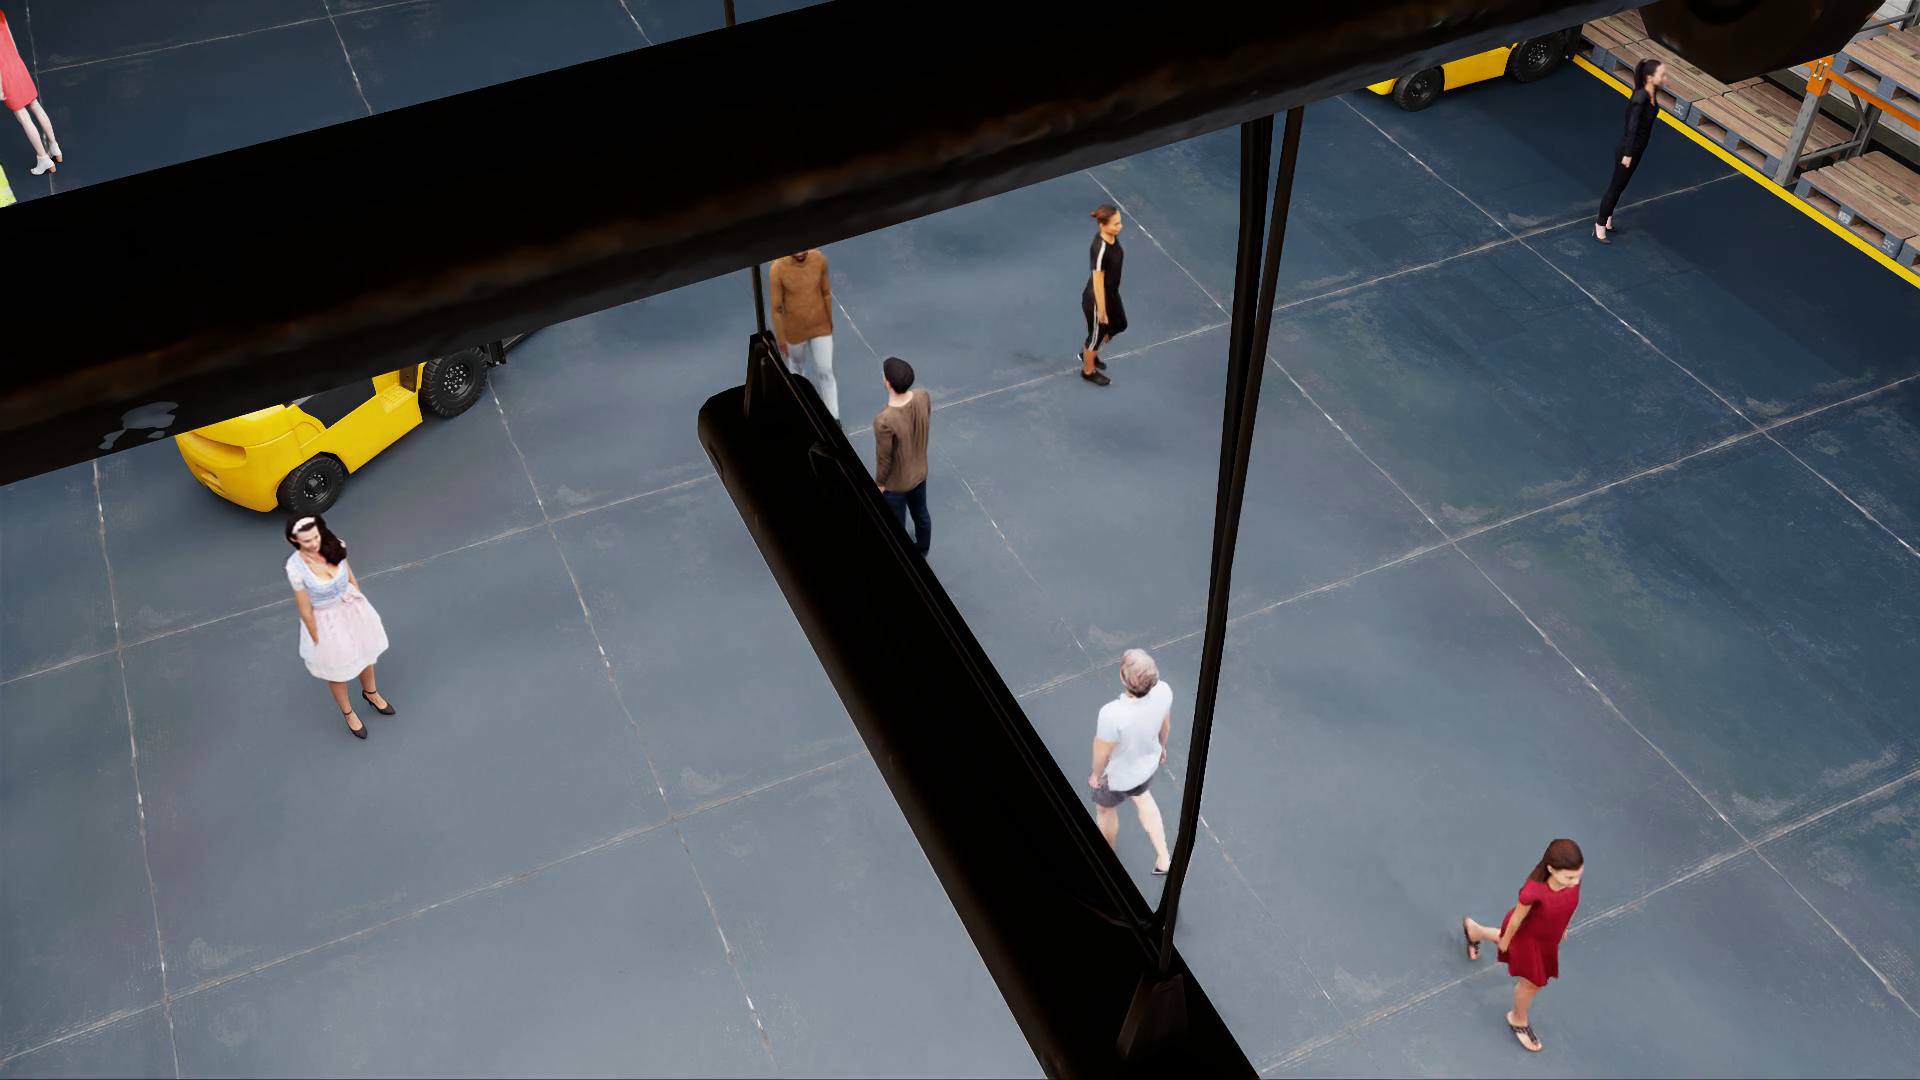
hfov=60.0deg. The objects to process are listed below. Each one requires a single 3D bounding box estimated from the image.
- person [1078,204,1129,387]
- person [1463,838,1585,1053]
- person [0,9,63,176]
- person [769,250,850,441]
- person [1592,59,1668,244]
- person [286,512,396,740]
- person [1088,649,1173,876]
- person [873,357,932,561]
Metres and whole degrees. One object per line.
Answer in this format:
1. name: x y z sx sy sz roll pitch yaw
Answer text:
1. person: 1.033 -1.930 13.033 0.779 1.657 0.721 14 45 14
2. person: 3.049 2.044 8.960 0.576 1.521 1.001 -21 47 -20
3. person: -8.740 -4.254 15.348 0.722 1.828 0.600 2 44 3
4. person: -1.214 -1.674 12.674 0.715 1.782 1.132 -15 46 -15
5. person: 5.859 -3.401 14.538 0.659 1.710 0.648 25 49 24
6. person: -3.873 0.516 10.350 0.886 1.815 0.842 26 49 25
7. person: 1.004 1.345 9.478 0.702 1.817 0.909 -23 48 -23
8. person: -0.390 -0.472 11.334 0.736 1.888 0.739 28 50 26
